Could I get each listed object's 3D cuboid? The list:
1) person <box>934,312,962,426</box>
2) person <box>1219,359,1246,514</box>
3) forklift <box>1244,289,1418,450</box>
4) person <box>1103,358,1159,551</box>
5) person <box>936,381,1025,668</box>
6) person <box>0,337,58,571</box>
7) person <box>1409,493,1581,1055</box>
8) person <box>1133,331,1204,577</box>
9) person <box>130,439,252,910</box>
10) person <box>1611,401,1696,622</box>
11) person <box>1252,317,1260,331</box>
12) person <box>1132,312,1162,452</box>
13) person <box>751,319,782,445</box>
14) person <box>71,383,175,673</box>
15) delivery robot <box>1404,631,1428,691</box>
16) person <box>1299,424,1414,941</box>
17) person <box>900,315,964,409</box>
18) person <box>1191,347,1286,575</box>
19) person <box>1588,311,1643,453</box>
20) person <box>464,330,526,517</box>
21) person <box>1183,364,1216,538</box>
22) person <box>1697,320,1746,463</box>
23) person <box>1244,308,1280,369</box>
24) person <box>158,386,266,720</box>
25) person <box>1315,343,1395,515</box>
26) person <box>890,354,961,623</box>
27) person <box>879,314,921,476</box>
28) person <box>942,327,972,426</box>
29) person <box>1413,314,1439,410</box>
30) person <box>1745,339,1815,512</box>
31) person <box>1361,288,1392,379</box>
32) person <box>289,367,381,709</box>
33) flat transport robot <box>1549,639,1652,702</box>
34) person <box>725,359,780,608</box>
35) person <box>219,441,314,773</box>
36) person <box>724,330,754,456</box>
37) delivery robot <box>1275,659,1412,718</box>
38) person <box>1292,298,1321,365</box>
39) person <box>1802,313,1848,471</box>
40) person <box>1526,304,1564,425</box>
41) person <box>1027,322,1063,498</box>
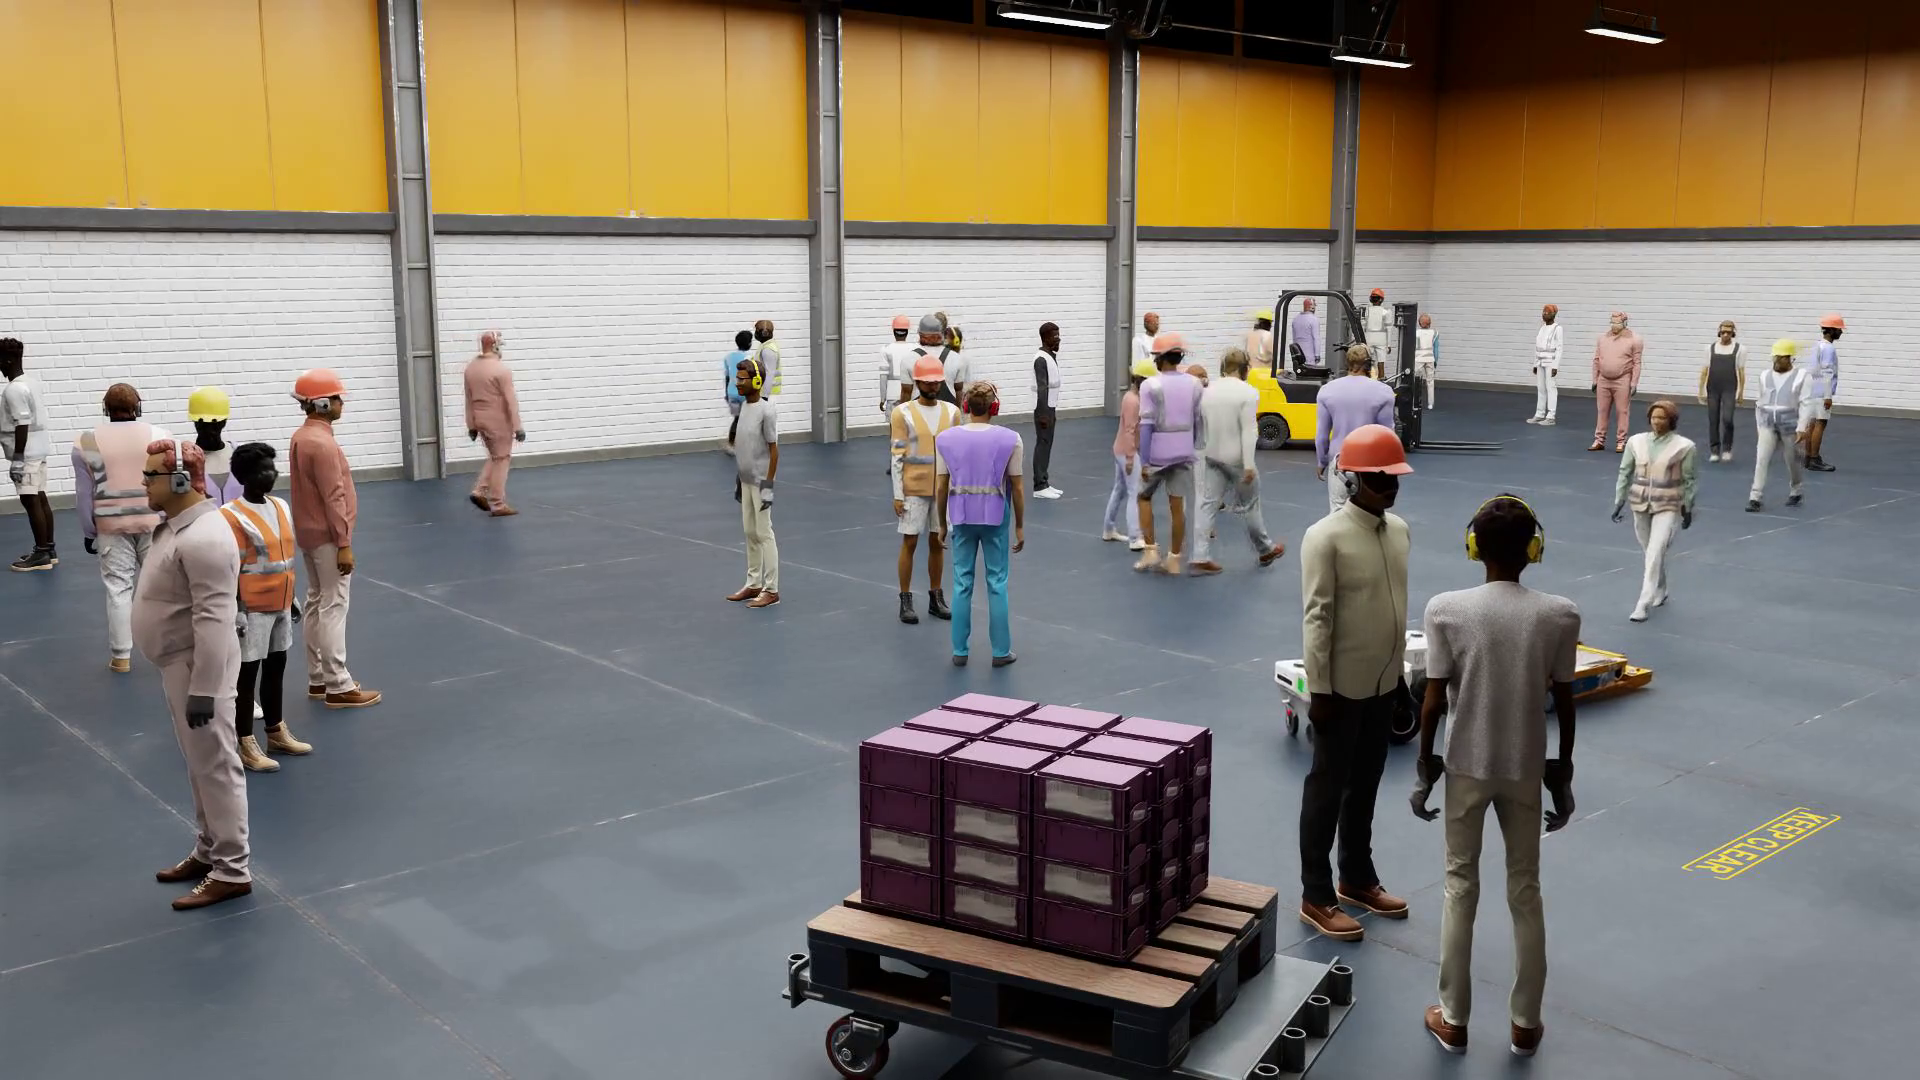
[{"bbox_3d":[-0.250,-2.174,22.740,0.646,1.874,0.989,9,14,44],"label":"person"},{"bbox_3d":[2.765,-1.084,17.065,0.285,1.636,0.500,-9,13,-43],"label":"person"},{"bbox_3d":[5.034,-2.339,22.783,2.313,2.155,1.214,3,10,16],"label":"forklift"},{"bbox_3d":[1.553,-0.776,15.035,0.477,1.729,0.699,1,10,4],"label":"person"},{"bbox_3d":[0.130,-0.093,10.649,0.570,1.845,0.380,2,10,9],"label":"person"},{"bbox_3d":[-7.882,-0.722,14.002,0.380,1.957,0.612,-3,10,-15],"label":"person"},{"bbox_3d":[1.761,0.778,5.501,0.528,1.865,0.313,1,10,8],"label":"person"},{"bbox_3d":[1.683,-0.706,13.718,0.611,2.023,0.559,-4,10,-22],"label":"person"},{"bbox_3d":[-3.143,0.536,6.795,0.409,1.908,0.639,-6,11,-32],"label":"person"},{"bbox_3d":[5.132,-0.241,12.260,0.520,1.594,0.871,10,14,44],"label":"person"},{"bbox_3d":[4.502,-2.499,24.967,0.309,1.772,0.525,-2,10,-13],"label":"person"},{"bbox_3d":[2.550,-2.135,22.506,0.584,1.879,0.337,-8,13,-40],"label":"person"},{"bbox_3d":[-2.462,-1.858,20.999,0.429,1.845,0.627,-1,10,-7],"label":"person"},{"bbox_3d":[-5.260,-0.078,10.582,0.627,1.844,0.429,-5,11,-27],"label":"person"},{"bbox_3d":[2.425,0.676,9.651,0.707,0.478,0.477,-4,10,-20],"label":"delivery robot"},{"bbox_3d":[1.563,0.541,6.510,0.608,1.995,0.377,-9,13,-41],"label":"person"},{"bbox_3d":[-0.324,-1.310,17.207,0.682,2.000,0.537,-3,10,-19],"label":"person"},{"bbox_3d":[2.298,-0.660,13.874,1.053,1.874,0.637,-8,12,-39],"label":"person"},{"bbox_3d":[8.814,-2.125,22.398,0.639,1.902,0.407,9,13,42],"label":"person"},{"bbox_3d":[-4.685,-1.174,16.852,0.639,1.892,0.429,8,13,41],"label":"person"},{"bbox_3d":[2.177,-0.819,15.529,0.501,1.631,0.287,6,11,32],"label":"person"},{"bbox_3d":[9.698,-1.885,21.218,0.508,1.828,0.560,7,12,35],"label":"person"},{"bbox_3d":[4.407,-2.391,24.009,0.937,1.881,0.598,-5,11,-26],"label":"person"},{"bbox_3d":[-4.162,0.092,9.342,0.589,1.924,0.384,-9,13,-43],"label":"person"},{"bbox_3d":[3.194,-0.621,13.484,0.630,1.935,0.366,4,11,24],"label":"person"},{"bbox_3d":[-0.226,-0.369,12.000,0.547,1.938,0.379,-4,11,-24],"label":"person"},{"bbox_3d":[-0.710,-1.737,20.009,0.548,1.937,0.379,-2,10,-11],"label":"person"},{"bbox_3d":[-0.105,-1.550,19.270,0.978,1.814,0.532,-2,10,-13],"label":"person"},{"bbox_3d":[7.949,-3.044,28.528,0.515,1.641,0.314,-1,10,-3],"label":"person"},{"bbox_3d":[8.554,-1.199,17.300,0.923,1.793,0.584,-9,13,-43],"label":"person"},{"bbox_3d":[7.735,-3.657,30.976,0.605,2.033,0.392,4,10,21],"label":"person"},{"bbox_3d":[-3.700,-0.013,9.742,0.375,1.997,0.612,-7,12,-37],"label":"person"},{"bbox_3d":[3.449,0.807,9.991,1.431,0.197,0.652,-7,12,-35],"label":"flat transport robot"},{"bbox_3d":[-1.555,-0.423,12.527,0.328,1.869,0.521,-7,12,-35],"label":"person"},{"bbox_3d":[-3.603,0.334,8.585,0.318,1.699,0.534,2,10,12],"label":"person"},{"bbox_3d":[-2.802,-1.899,21.717,0.565,1.678,0.420,6,12,33],"label":"person"},{"bbox_3d":[2.093,0.770,9.099,0.707,0.478,0.477,-3,10,-14],"label":"delivery robot"},{"bbox_3d":[6.107,-3.284,29.158,0.407,1.908,0.642,-6,11,-30],"label":"person"},{"bbox_3d":[10.659,-1.816,20.479,0.370,1.933,0.553,2,10,13],"label":"person"},{"bbox_3d":[9.180,-2.739,26.032,0.355,1.885,0.574,-3,10,-17],"label":"person"},{"bbox_3d":[0.937,-1.421,18.215,0.381,1.918,0.596,2,10,10],"label":"person"}]
